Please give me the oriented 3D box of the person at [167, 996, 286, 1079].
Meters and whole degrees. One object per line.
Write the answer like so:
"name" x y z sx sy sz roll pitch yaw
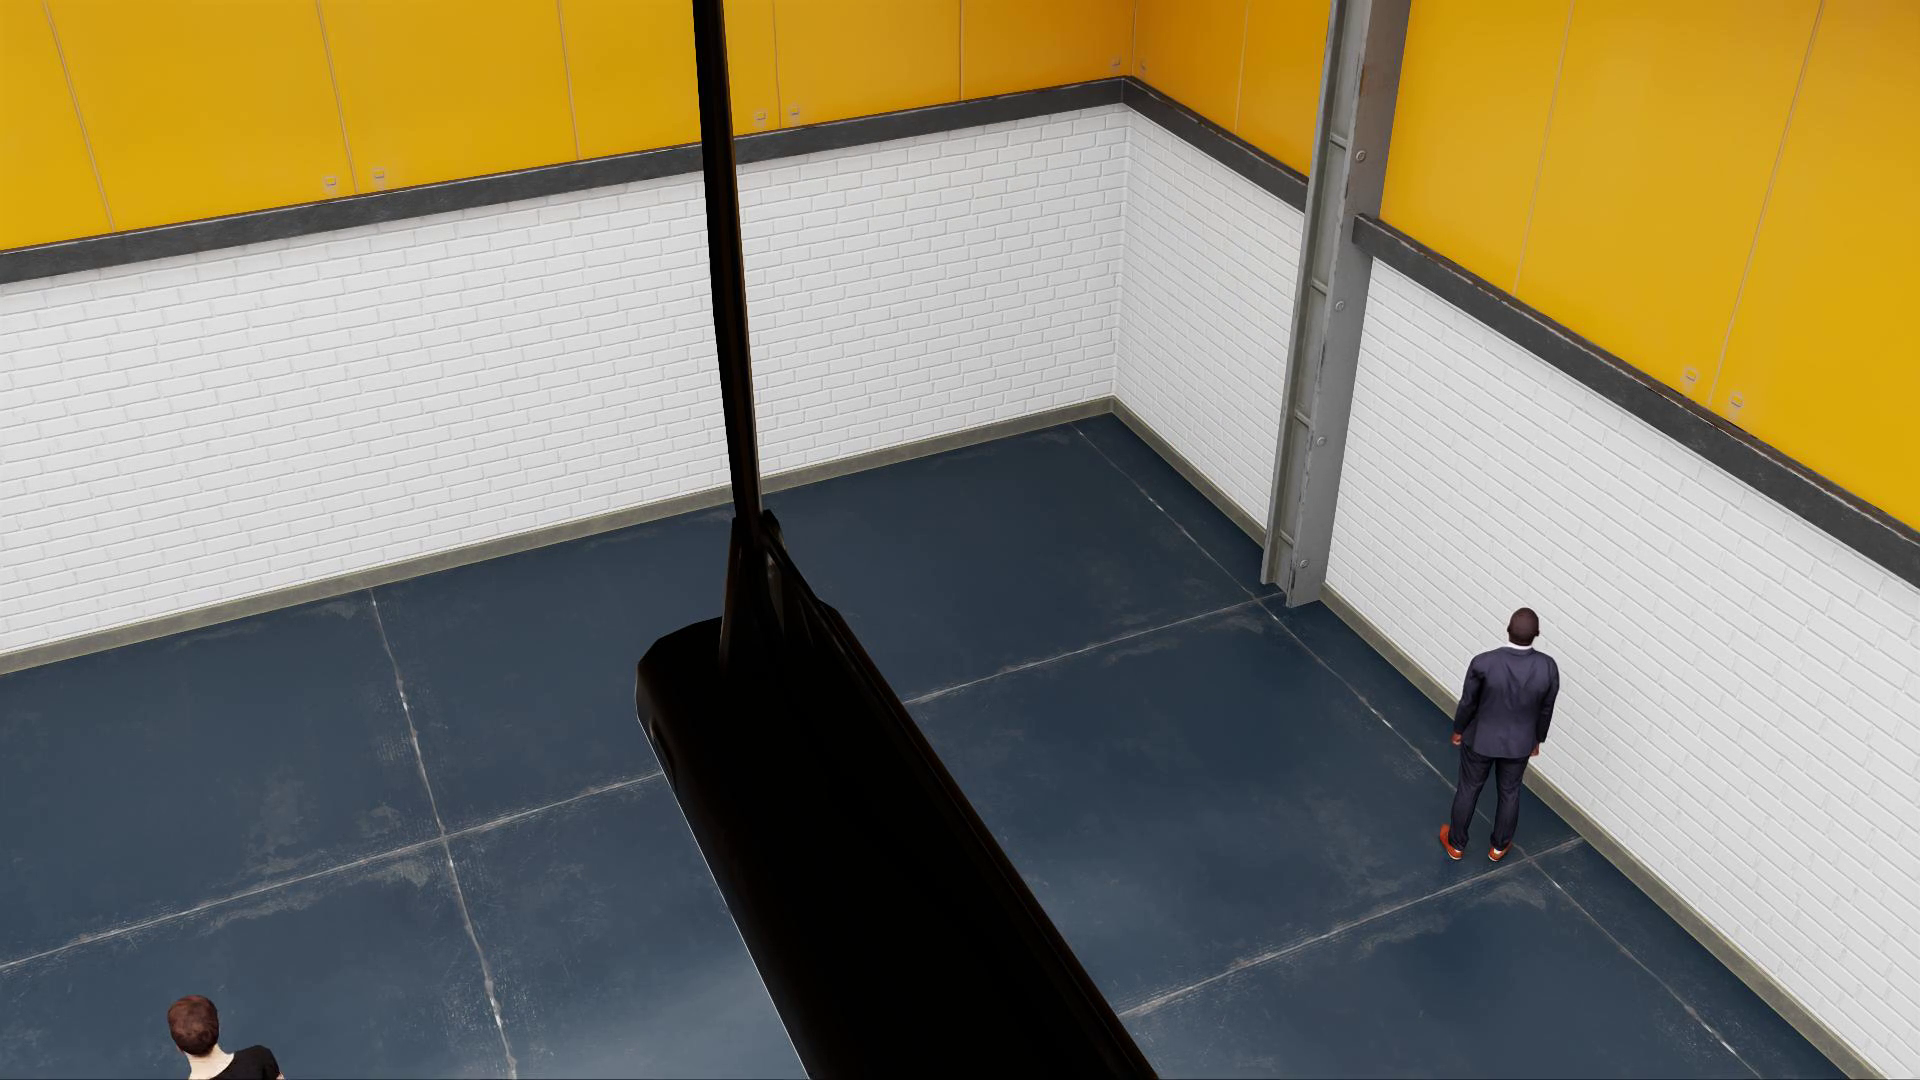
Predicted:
"person" -3.061 2.772 7.264 0.954 1.880 0.868 29 43 36

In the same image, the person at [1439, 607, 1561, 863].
"person" 3.163 1.156 9.745 0.792 1.824 0.815 6 34 9
